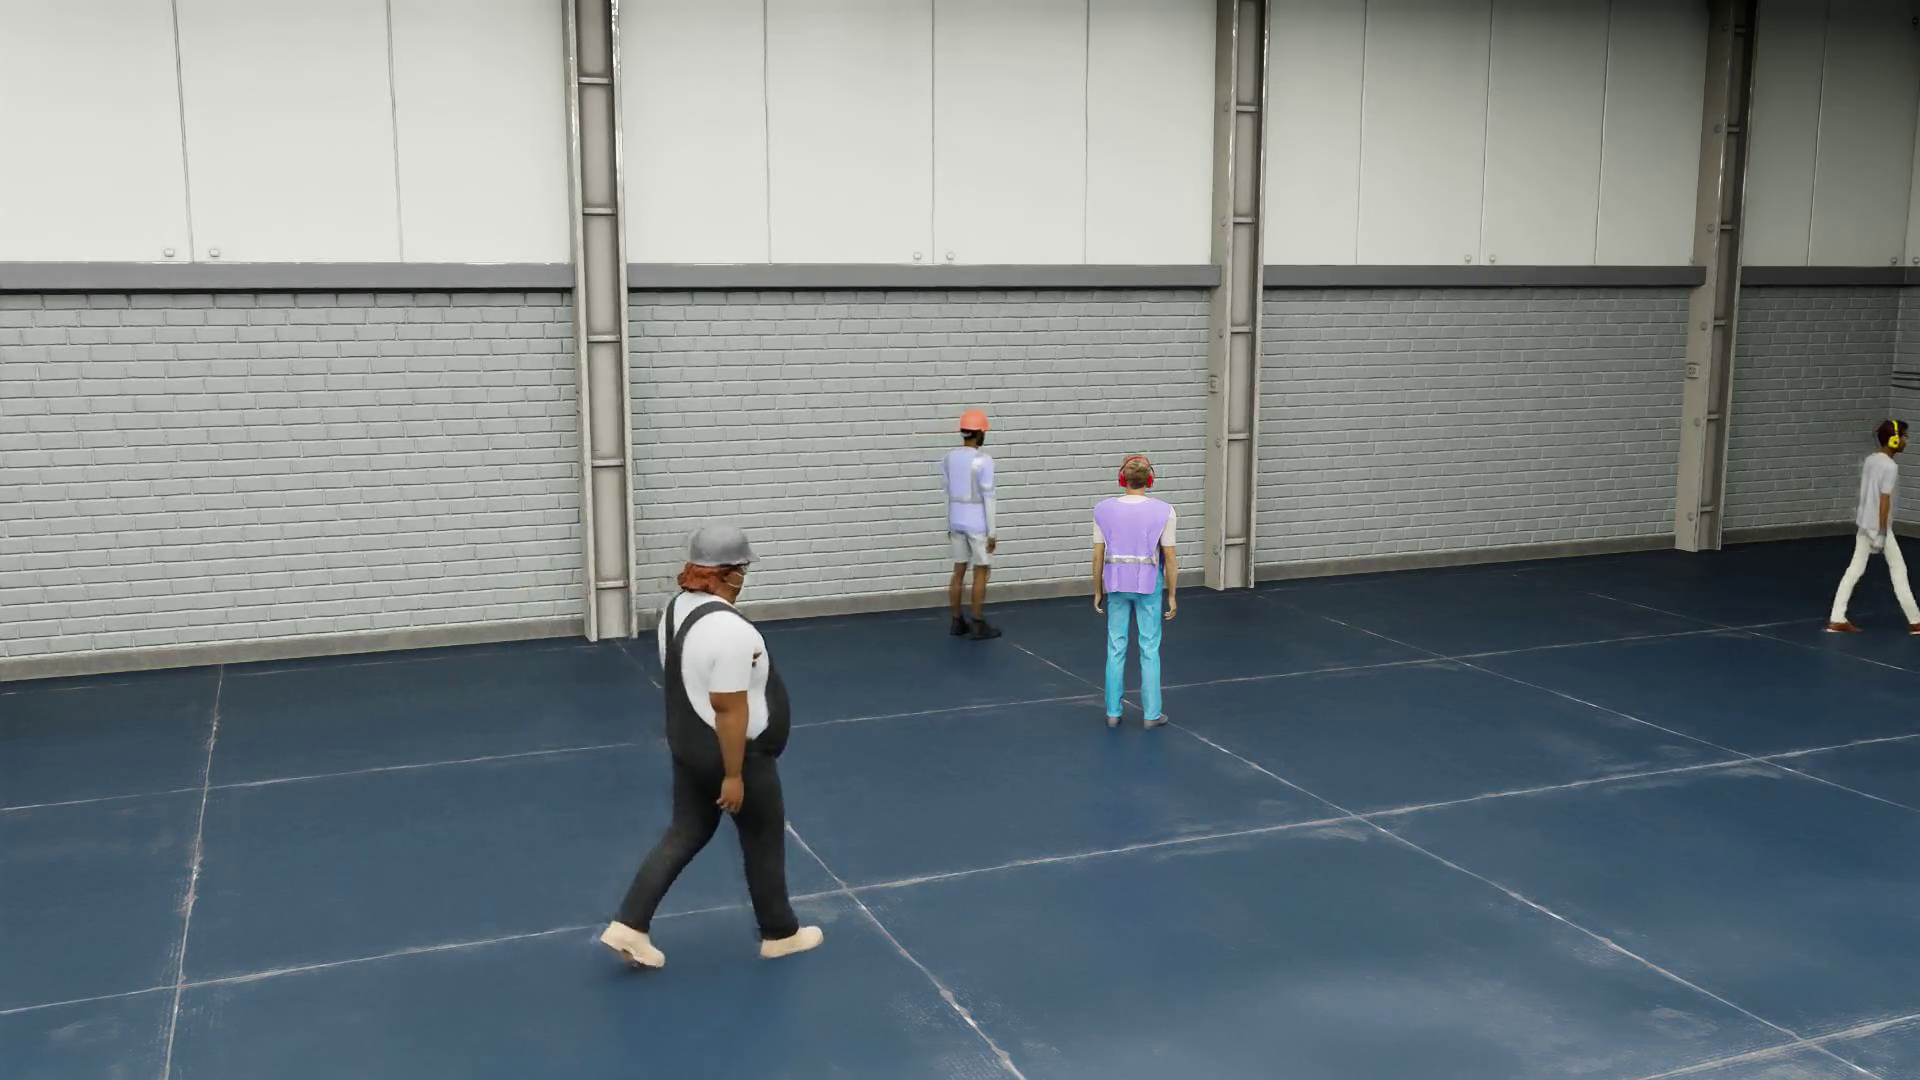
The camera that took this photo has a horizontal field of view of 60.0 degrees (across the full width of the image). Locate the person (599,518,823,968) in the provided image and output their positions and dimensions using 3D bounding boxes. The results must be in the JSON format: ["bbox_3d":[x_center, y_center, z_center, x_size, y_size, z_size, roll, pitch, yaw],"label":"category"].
[{"bbox_3d":[-1.107,0.874,7.231,0.956,2.000,0.686,-6,11,-34],"label":"person"}]

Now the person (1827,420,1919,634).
[{"bbox_3d":[7.836,-0.094,14.015,0.946,1.823,0.516,0,9,0],"label":"person"}]

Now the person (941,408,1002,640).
[{"bbox_3d":[0.107,-0.137,13.901,0.551,1.935,0.370,8,12,41],"label":"person"}]

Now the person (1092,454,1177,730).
[{"bbox_3d":[1.164,0.351,11.108,0.570,1.847,0.377,3,9,17],"label":"person"}]
